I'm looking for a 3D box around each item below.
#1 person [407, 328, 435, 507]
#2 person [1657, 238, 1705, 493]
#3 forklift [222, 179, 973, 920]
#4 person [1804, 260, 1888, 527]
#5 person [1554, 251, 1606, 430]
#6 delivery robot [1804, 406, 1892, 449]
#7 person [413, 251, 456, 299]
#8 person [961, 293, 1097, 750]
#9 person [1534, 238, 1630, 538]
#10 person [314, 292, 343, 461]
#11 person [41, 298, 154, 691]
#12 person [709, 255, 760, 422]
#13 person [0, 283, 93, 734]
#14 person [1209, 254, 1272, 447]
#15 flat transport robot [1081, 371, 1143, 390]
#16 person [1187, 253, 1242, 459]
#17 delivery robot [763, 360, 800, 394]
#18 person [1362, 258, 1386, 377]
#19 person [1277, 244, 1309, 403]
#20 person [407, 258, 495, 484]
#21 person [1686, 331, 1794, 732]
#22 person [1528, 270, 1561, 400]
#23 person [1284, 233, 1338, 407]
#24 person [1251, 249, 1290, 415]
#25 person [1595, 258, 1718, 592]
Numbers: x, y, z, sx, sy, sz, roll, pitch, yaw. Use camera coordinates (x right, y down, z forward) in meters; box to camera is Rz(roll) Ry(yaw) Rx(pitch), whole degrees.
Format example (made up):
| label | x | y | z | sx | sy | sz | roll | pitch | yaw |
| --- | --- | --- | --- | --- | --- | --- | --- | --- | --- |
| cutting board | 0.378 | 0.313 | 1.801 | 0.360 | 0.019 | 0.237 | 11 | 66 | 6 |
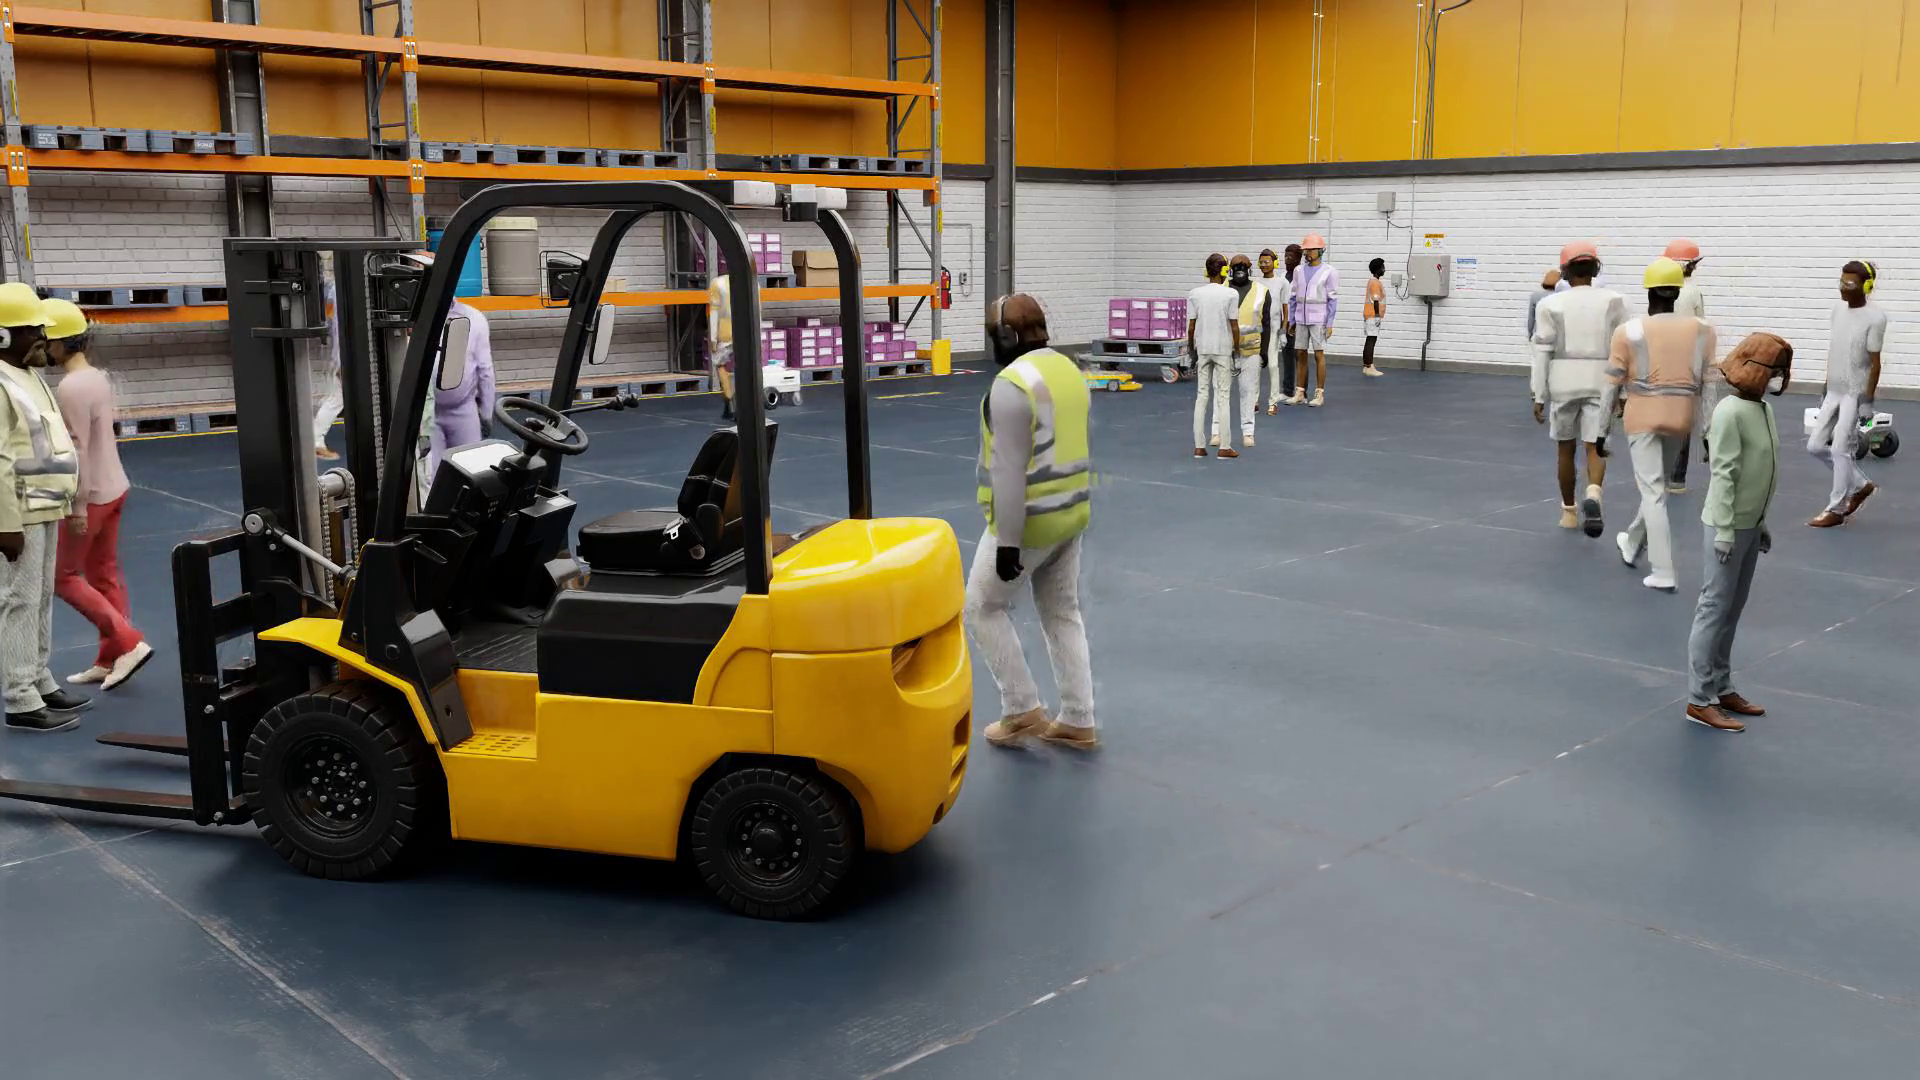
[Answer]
| label | x | y | z | sx | sy | sz | roll | pitch | yaw |
| --- | --- | --- | --- | --- | --- | --- | --- | --- | --- |
| person | -3.376 | -0.628 | 10.069 | 0.523 | 1.636 | 0.310 | 7 | 12 | 33 |
| person | 5.636 | -1.364 | 13.105 | 0.380 | 1.996 | 0.608 | 5 | 12 | 25 |
| forklift | -1.114 | -0.058 | 5.440 | 2.313 | 2.155 | 1.214 | 2 | 11 | 13 |
| person | 6.157 | -1.001 | 11.493 | 0.470 | 1.856 | 0.527 | -2 | 11 | -9 |
| person | 6.458 | -2.110 | 17.343 | 0.543 | 1.933 | 0.363 | 8 | 13 | 38 |
| delivery robot | 8.125 | -1.081 | 15.237 | 0.477 | 0.478 | 0.707 | -5 | 12 | -27 |
| person | -4.560 | -1.528 | 14.305 | 0.575 | 1.885 | 0.355 | 7 | 12 | 32 |
| person | 0.272 | -0.048 | 6.482 | 0.579 | 1.793 | 0.677 | 7 | 12 | 32 |
| person | 4.150 | -0.996 | 11.089 | 0.661 | 2.001 | 0.856 | 3 | 11 | 15 |
| person | -5.447 | -1.634 | 14.923 | 1.037 | 1.882 | 0.637 | -3 | 11 | -18 |
| person | -3.873 | -0.187 | 7.354 | 0.343 | 1.753 | 0.552 | -2 | 11 | -12 |
| person | -2.441 | -2.218 | 17.964 | 0.580 | 1.917 | 0.473 | -4 | 11 | -22 |
| person | -3.826 | -0.131 | 6.825 | 0.404 | 1.829 | 0.600 | -3 | 11 | -15 |
| person | 2.664 | -1.812 | 15.968 | 0.621 | 1.845 | 0.429 | 2 | 11 | 10 |
| flat transport robot | 1.600 | -2.078 | 21.703 | 1.431 | 0.197 | 0.652 | -2 | 11 | -13 |
| person | 2.313 | -1.667 | 15.118 | 0.521 | 1.865 | 0.328 | 6 | 12 | 28 |
| delivery robot | -2.219 | -1.883 | 19.612 | 0.477 | 0.478 | 0.707 | 9 | 13 | 39 |
| person | 5.974 | -3.207 | 23.972 | 0.319 | 1.697 | 0.533 | 1 | 10 | 6 |
| person | 4.041 | -2.597 | 20.048 | 0.373 | 1.914 | 0.597 | -5 | 12 | -27 |
| person | -3.250 | -0.813 | 10.417 | 0.652 | 1.890 | 0.621 | -5 | 12 | -26 |
| person | 3.230 | -0.042 | 6.885 | 0.278 | 1.633 | 0.499 | 9 | 14 | 41 |
| person | 7.288 | -2.540 | 20.621 | 0.516 | 1.586 | 0.851 | 6 | 12 | 31 |
| person | 4.150 | -2.594 | 19.676 | 0.605 | 2.045 | 0.378 | 9 | 14 | 42 |
| person | 3.448 | -2.342 | 18.783 | 0.509 | 1.872 | 0.329 | 6 | 12 | 30 |
| person | 4.027 | -0.687 | 9.715 | 0.613 | 1.875 | 0.988 | 0 | 10 | -1 |
